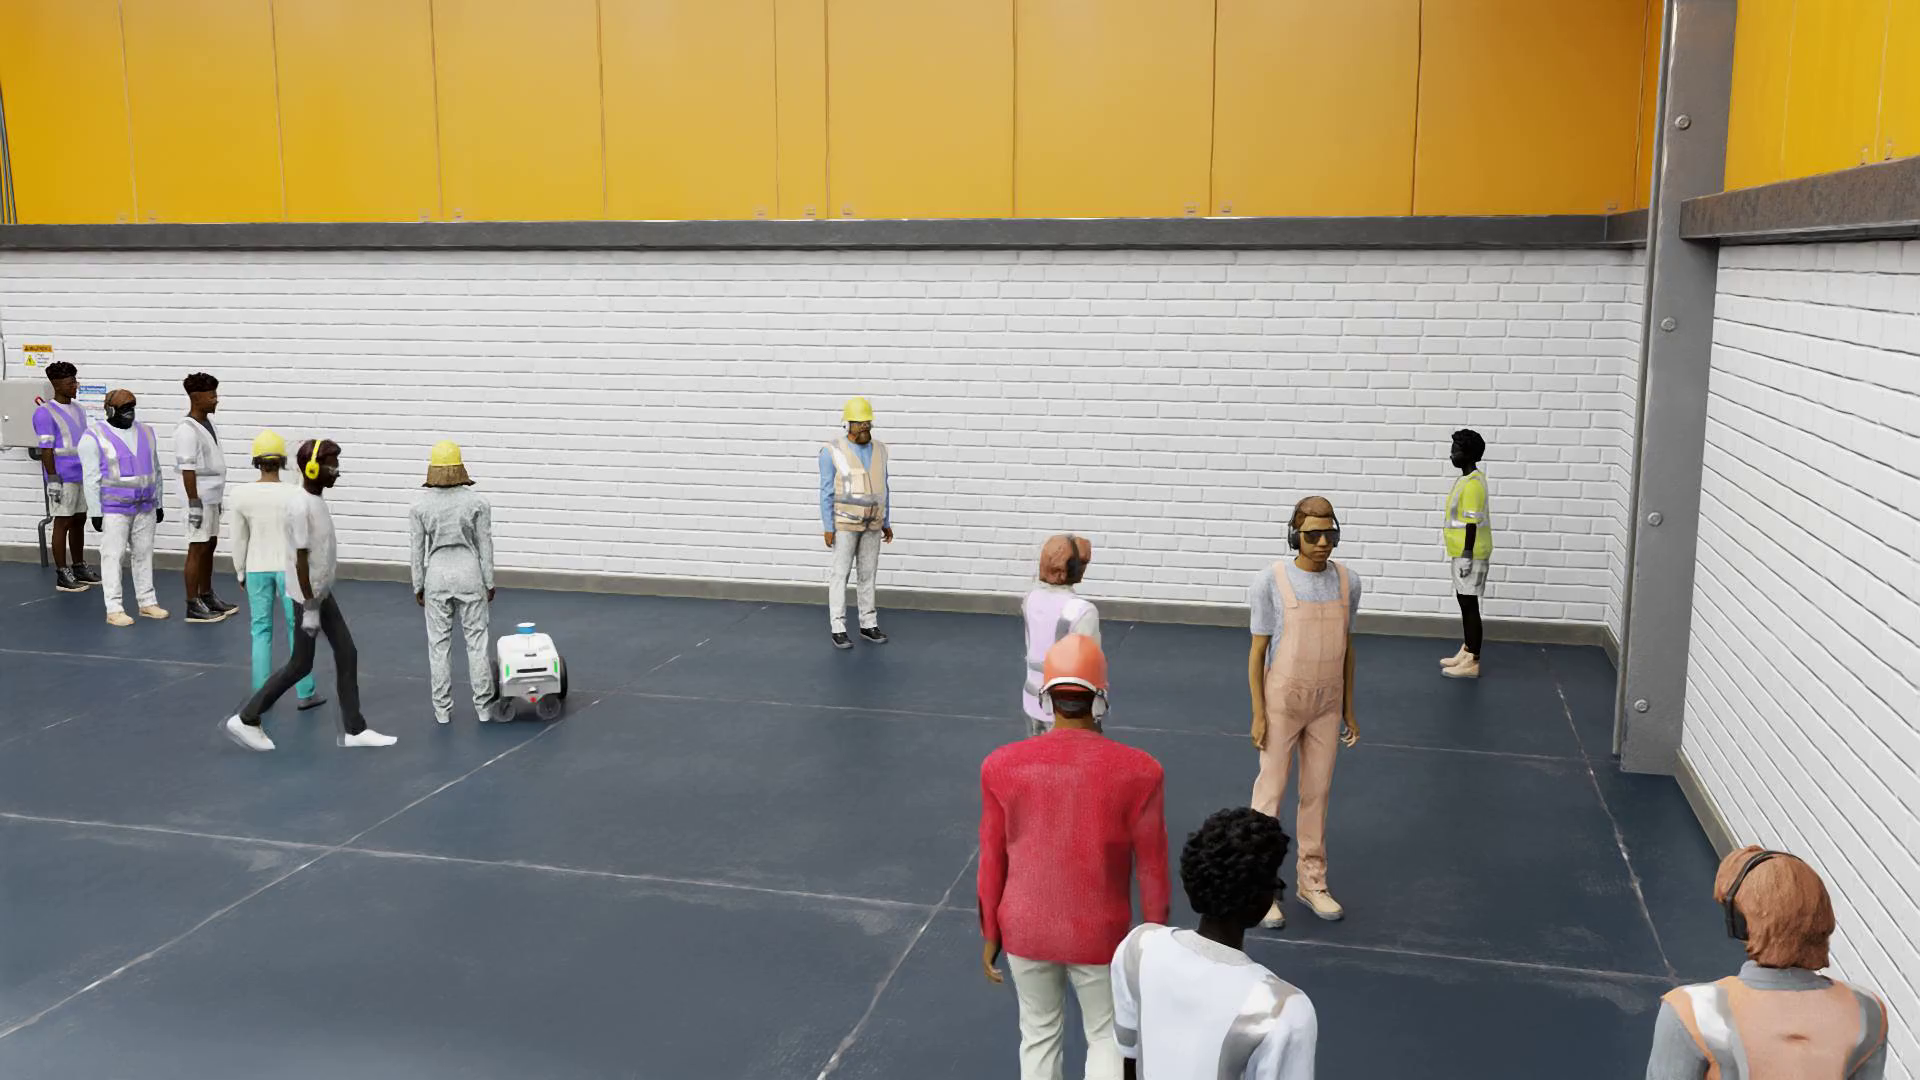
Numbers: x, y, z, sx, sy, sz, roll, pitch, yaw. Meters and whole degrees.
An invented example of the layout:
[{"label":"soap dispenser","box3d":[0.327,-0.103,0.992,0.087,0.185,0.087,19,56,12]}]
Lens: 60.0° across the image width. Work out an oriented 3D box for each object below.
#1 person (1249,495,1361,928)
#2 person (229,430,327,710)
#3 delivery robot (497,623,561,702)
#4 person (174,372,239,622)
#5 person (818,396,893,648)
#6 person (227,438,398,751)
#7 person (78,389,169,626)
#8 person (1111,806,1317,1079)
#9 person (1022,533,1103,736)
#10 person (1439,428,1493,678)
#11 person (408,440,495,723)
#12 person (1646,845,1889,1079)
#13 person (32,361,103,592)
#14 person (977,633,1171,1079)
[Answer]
[{"label":"person","box3d":[1.468,0.723,7.090,0.506,1.847,0.350,-3,10,-15]},{"label":"person","box3d":[-4.269,0.196,10.414,0.533,1.771,0.301,-1,10,-3]},{"label":"delivery robot","box3d":[-2.697,0.761,10.382,0.477,0.478,0.707,-3,10,-18]},{"label":"person","box3d":[-5.924,-0.337,13.015,0.384,1.957,0.606,-2,10,-9]},{"label":"person","box3d":[-0.744,-0.134,12.170,0.587,1.835,0.403,-7,12,-35]},{"label":"person","box3d":[-3.765,0.326,9.507,0.868,1.835,0.588,-1,10,-6]},{"label":"person","box3d":[-6.463,-0.256,12.905,0.430,1.835,0.628,5,11,29]},{"label":"person","box3d":[0.544,1.397,3.591,0.319,1.688,0.539,-9,13,-41]},{"label":"person","box3d":[0.391,0.781,7.430,0.593,1.619,0.520,-6,11,-32]},{"label":"person","box3d":[3.438,0.088,11.293,0.321,1.689,0.530,1,10,8]},{"label":"person","box3d":[-3.091,0.258,10.158,0.490,1.737,0.316,-2,10,-10]},{"label":"person","box3d":[1.658,1.444,3.484,0.524,1.631,0.315,-1,10,-8]},{"label":"person","box3d":[-7.617,-0.550,14.233,0.367,1.966,0.606,0,10,2]},{"label":"person","box3d":[0.327,1.154,4.916,0.578,1.722,0.616,1,10,7]}]
